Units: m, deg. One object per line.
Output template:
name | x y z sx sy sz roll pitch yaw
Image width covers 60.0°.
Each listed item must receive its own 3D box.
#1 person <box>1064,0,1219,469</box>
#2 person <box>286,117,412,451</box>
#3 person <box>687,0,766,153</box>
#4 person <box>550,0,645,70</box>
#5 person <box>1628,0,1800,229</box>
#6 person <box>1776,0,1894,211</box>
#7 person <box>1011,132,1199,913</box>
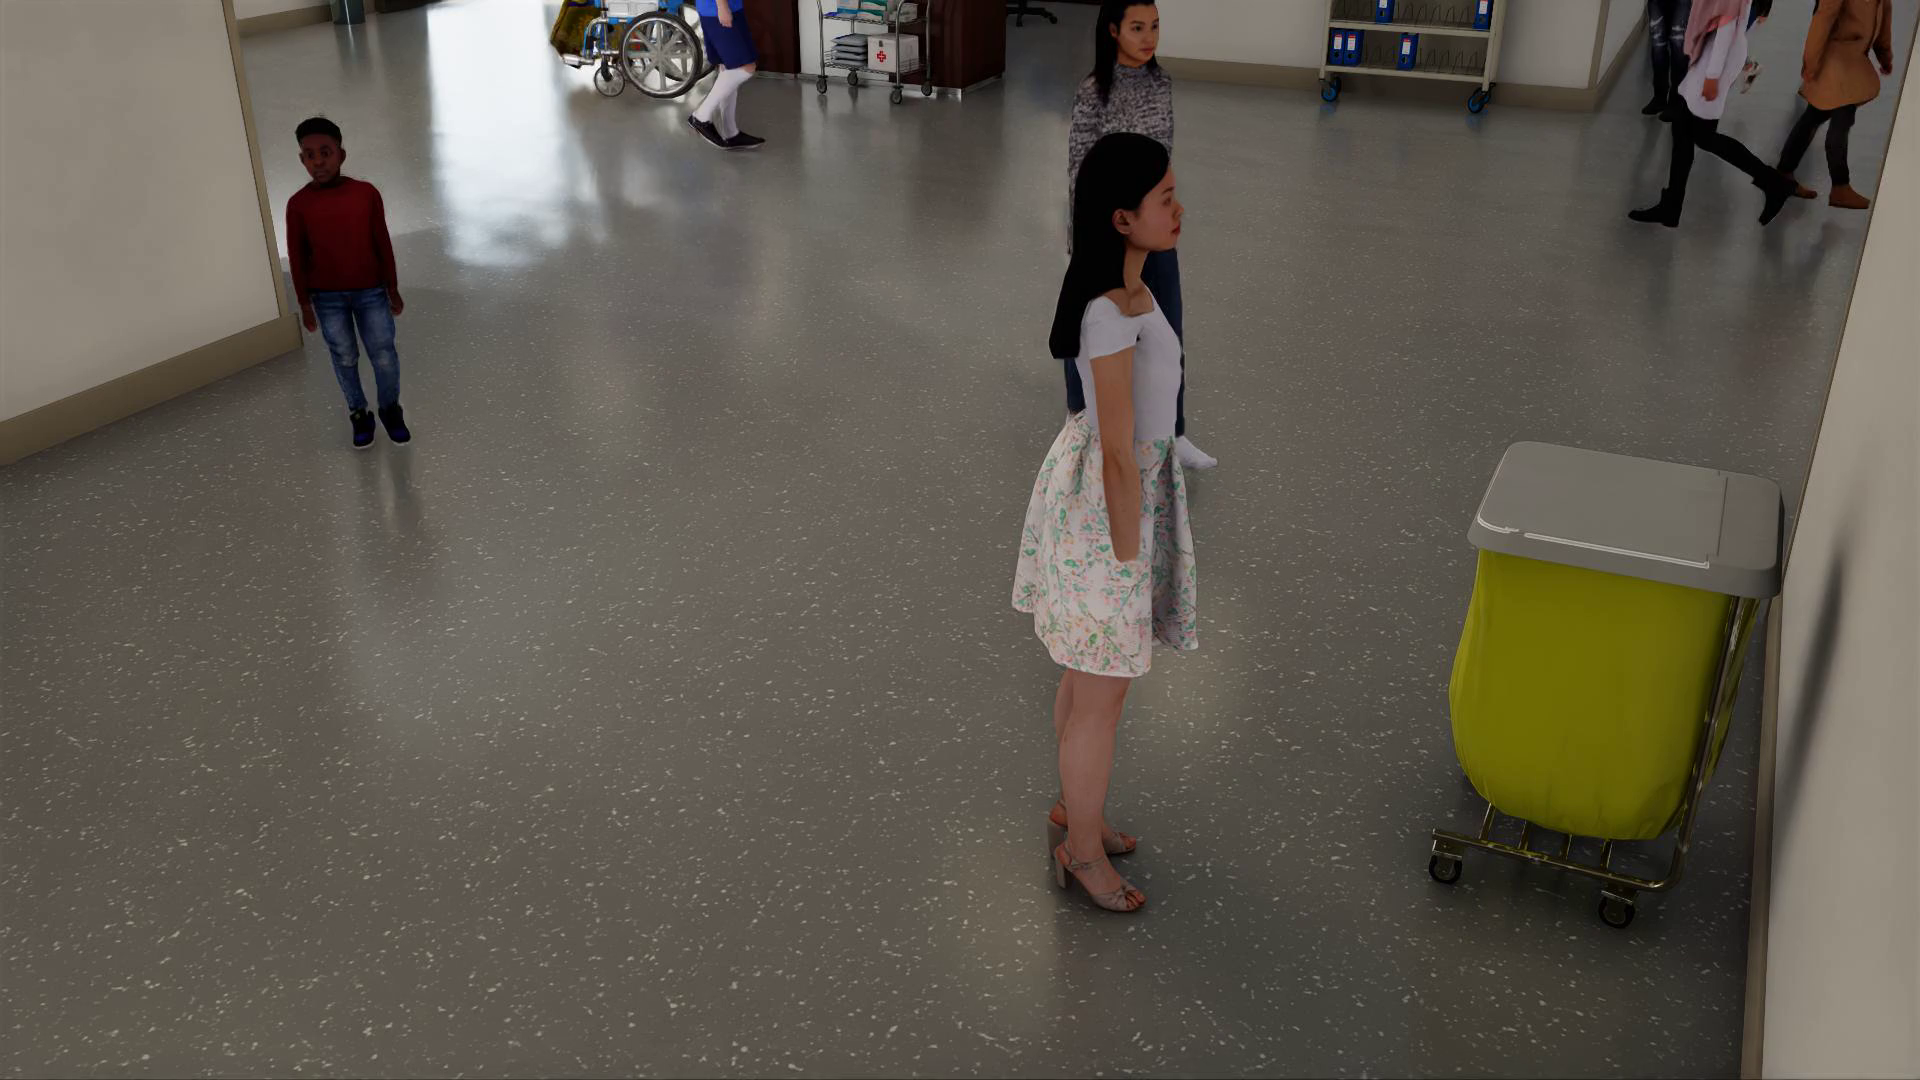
person | 0.534 -1.130 6.074 0.990 1.703 1.104 -14 29 -26
person | -2.307 -0.972 6.268 0.603 1.249 0.665 -9 27 -17
person | -1.589 -3.392 10.613 0.909 1.835 0.852 -3 26 -7
person | -2.864 -4.657 13.480 1.222 1.622 0.881 8 27 16
person | 4.113 -2.491 8.806 1.039 1.782 0.645 13 29 25
person | 4.902 -2.768 9.427 0.884 1.698 1.037 -21 33 -36
person | 0.331 0.002 3.642 0.761 1.775 0.745 1 26 2
